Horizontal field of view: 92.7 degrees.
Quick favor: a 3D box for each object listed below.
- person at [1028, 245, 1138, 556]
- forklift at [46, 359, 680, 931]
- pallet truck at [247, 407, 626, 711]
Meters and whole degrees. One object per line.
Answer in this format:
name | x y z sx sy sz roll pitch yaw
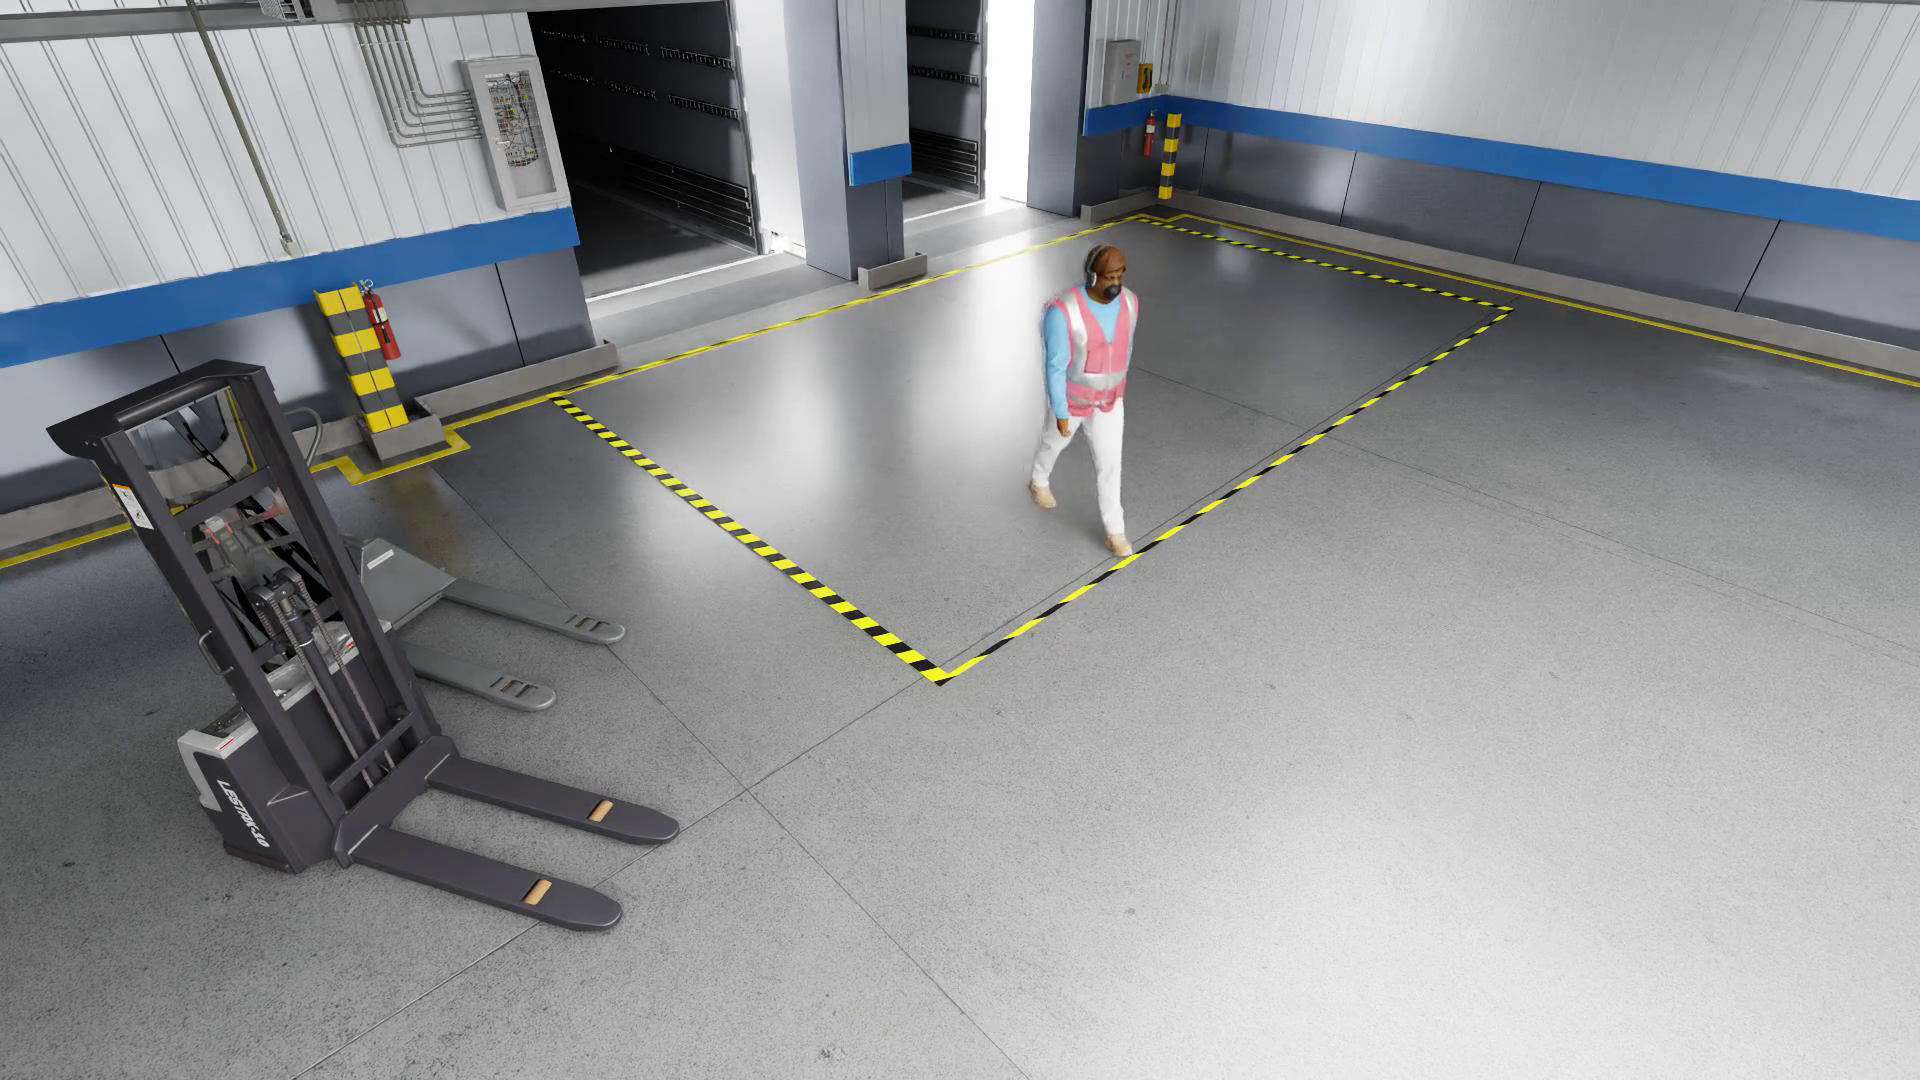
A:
person | 0.755 -0.836 5.392 0.623 1.789 1.010 -13 36 -18
forklift | -2.135 0.422 3.354 1.885 1.965 0.823 10 35 14
pallet truck | -2.628 0.038 4.590 1.601 1.201 0.680 12 36 18
